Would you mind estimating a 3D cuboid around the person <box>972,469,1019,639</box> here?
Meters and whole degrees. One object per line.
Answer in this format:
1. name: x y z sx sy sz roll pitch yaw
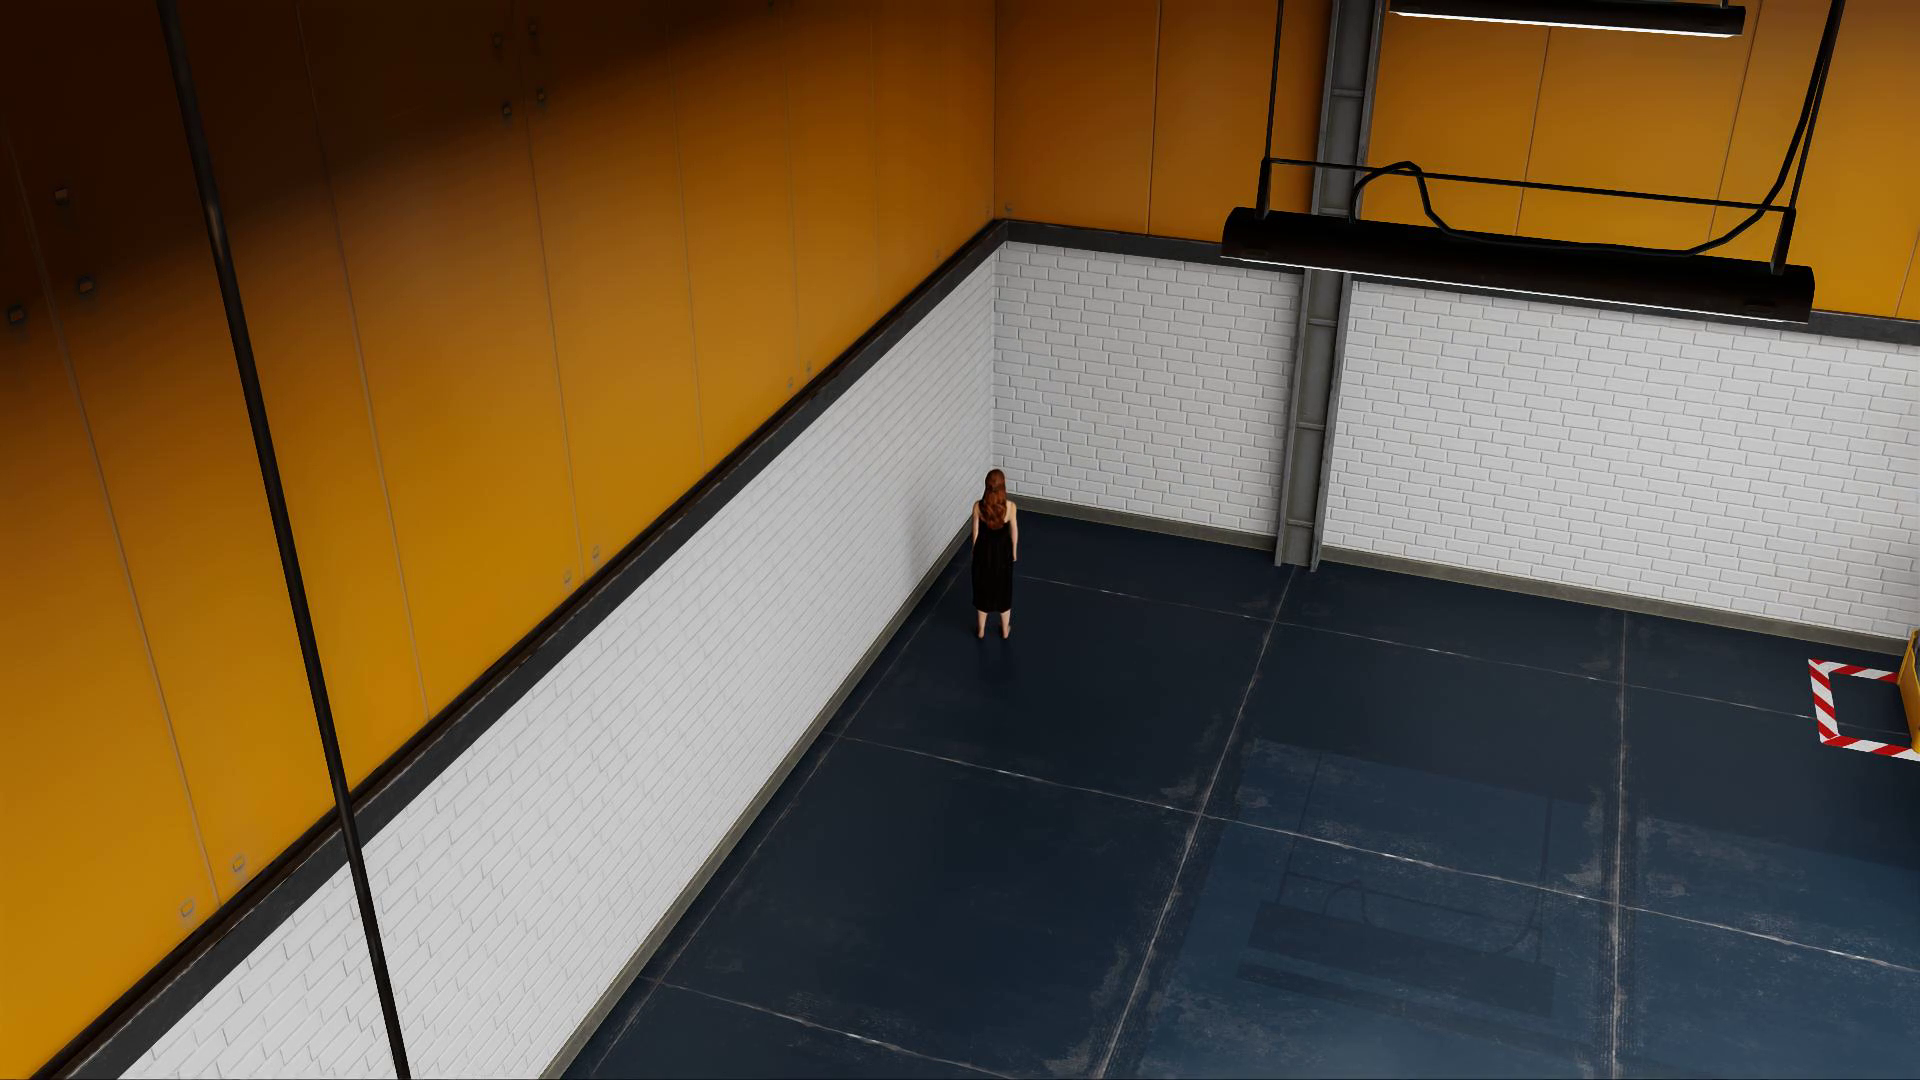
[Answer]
1. person: 0.291 0.129 14.573 0.615 1.623 0.707 -2 29 -3
